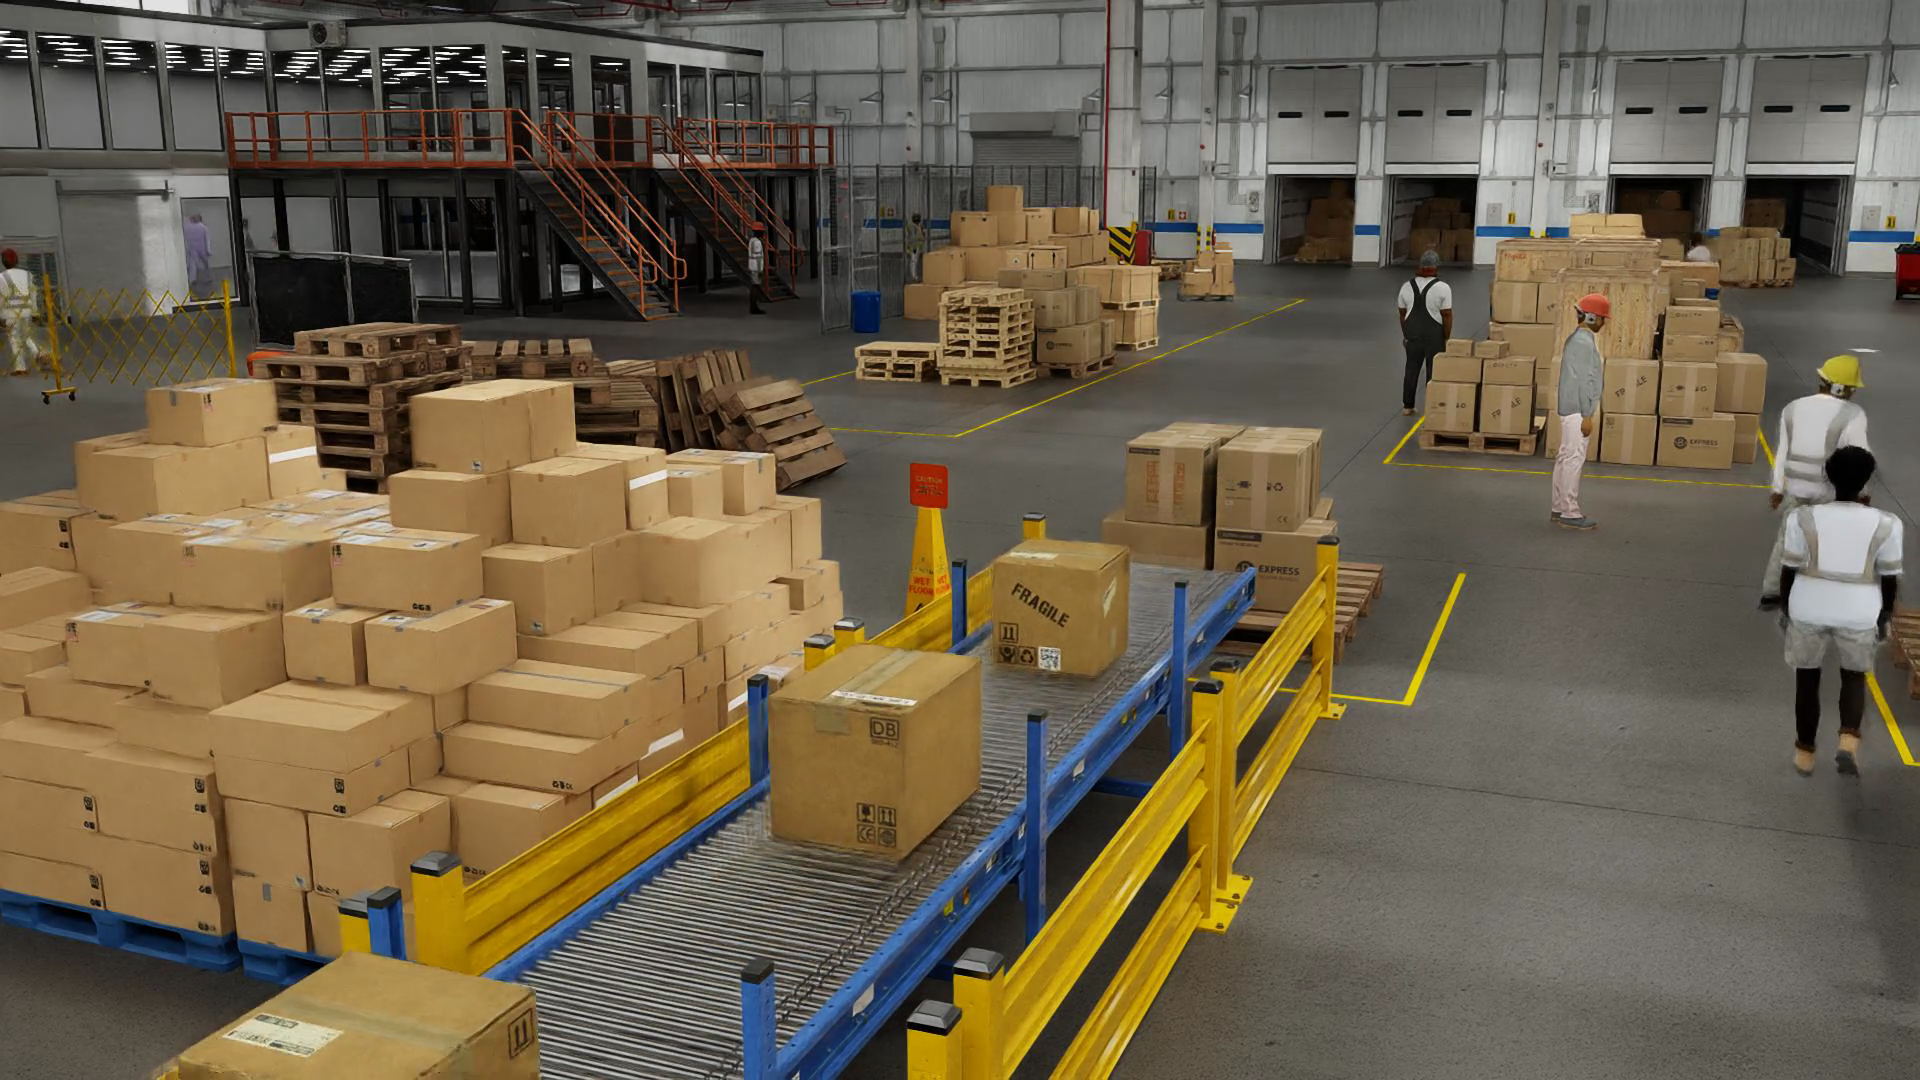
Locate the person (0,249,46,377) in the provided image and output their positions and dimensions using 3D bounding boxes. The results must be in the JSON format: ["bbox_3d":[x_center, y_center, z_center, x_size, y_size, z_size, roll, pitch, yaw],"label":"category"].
[{"bbox_3d":[-13.756,-3.297,24.265,0.448,1.874,0.580,5,13,19],"label":"person"}]

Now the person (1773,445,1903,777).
[{"bbox_3d":[4.316,0.369,8.216,0.541,1.681,0.386,5,14,23],"label":"person"}]

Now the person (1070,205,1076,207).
[{"bbox_3d":[3.439,-9.845,53.613,0.935,1.894,0.664,4,13,18],"label":"person"}]

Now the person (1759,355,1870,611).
[{"bbox_3d":[5.778,-0.351,11.202,0.423,1.799,0.616,-6,14,-26],"label":"person"}]

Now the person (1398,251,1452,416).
[{"bbox_3d":[5.740,-2.523,20.404,0.683,2.000,0.538,11,17,41],"label":"person"}]

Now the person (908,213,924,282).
[{"bbox_3d":[-1.190,-7.913,45.026,0.429,1.846,0.627,1,13,5],"label":"person"}]

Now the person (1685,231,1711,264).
[{"bbox_3d":[13.156,-4.572,29.842,0.649,1.929,0.443,-9,16,-36],"label":"person"}]

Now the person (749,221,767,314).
[{"bbox_3d":[-4.249,-5.719,34.978,0.377,1.932,0.552,-4,13,-17],"label":"person"}]

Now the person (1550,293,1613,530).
[{"bbox_3d":[5.260,-1.088,14.089,0.392,1.987,0.611,2,13,7],"label":"person"}]
